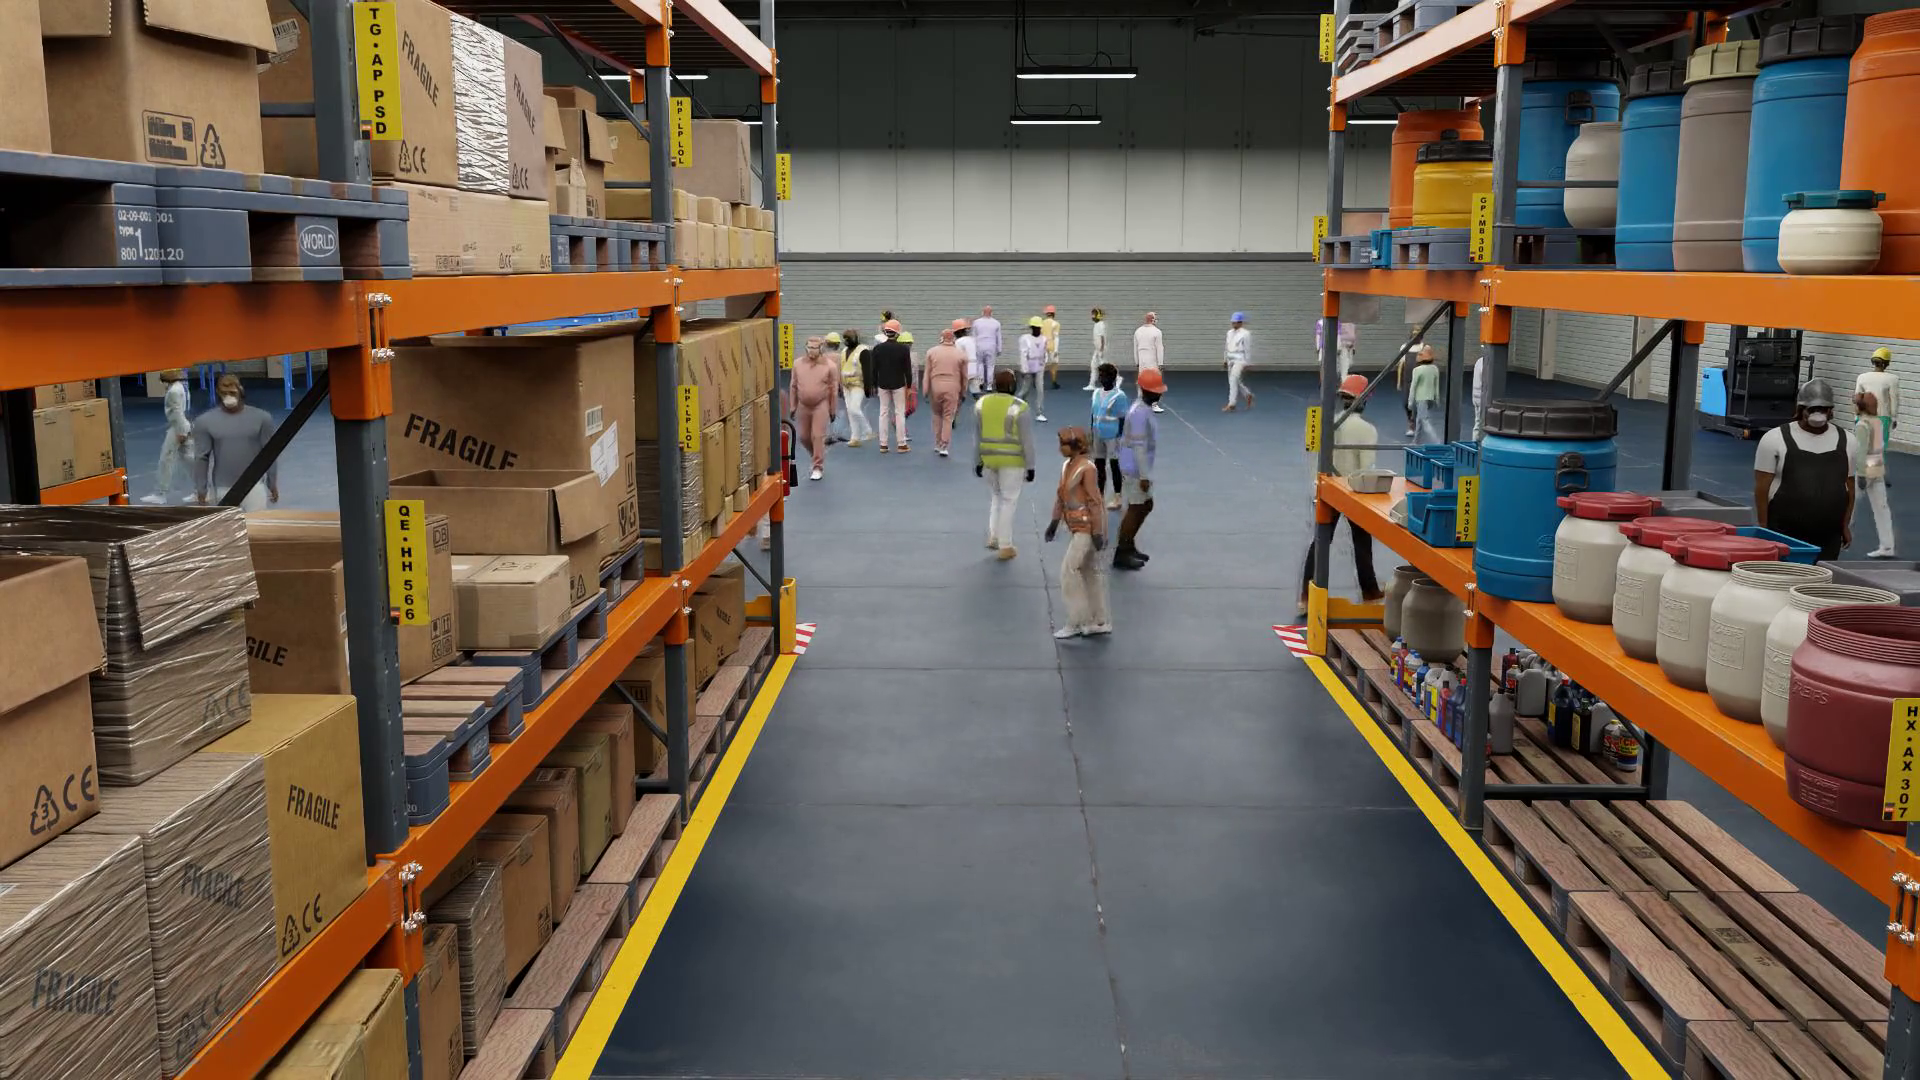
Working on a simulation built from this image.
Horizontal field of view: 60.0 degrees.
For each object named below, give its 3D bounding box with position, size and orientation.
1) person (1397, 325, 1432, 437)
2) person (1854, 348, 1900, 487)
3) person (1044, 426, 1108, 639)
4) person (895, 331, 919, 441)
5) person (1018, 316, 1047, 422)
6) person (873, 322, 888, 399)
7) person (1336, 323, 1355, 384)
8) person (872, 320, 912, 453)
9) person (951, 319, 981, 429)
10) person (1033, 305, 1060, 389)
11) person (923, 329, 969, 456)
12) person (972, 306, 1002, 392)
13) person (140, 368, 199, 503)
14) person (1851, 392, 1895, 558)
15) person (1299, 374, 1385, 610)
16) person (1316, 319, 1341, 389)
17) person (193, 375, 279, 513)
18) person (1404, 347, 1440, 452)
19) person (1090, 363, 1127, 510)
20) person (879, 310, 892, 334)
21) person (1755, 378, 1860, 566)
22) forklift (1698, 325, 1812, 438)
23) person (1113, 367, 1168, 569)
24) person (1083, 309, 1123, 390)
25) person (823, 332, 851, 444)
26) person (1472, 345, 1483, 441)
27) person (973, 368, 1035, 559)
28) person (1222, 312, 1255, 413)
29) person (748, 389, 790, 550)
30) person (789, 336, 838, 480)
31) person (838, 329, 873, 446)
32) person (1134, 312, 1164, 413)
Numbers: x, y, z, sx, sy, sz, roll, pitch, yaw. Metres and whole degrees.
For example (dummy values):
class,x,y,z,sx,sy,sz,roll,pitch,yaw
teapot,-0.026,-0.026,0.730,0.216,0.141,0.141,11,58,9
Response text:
class,x,y,z,sx,sy,sz,roll,pitch,yaw
person,7.535,-2.652,27.569,0.522,1.825,0.777,5,11,26
person,11.733,-1.576,21.302,0.325,1.769,0.524,-8,12,-39
person,0.870,-0.055,12.637,0.611,1.615,0.517,-2,10,-10
person,-0.916,-2.490,26.835,0.536,1.757,0.503,-7,12,-37
person,1.303,-3.114,30.145,0.586,1.901,0.879,-4,10,-25
person,-1.550,-3.692,34.395,0.529,1.621,0.376,-2,10,-13
person,8.748,-4.391,38.015,0.626,1.820,0.622,-9,13,-43
person,-1.017,-2.322,25.093,0.622,1.992,0.396,2,10,14
person,0.060,-2.818,28.391,0.934,1.871,0.652,7,12,35
person,1.960,-4.338,37.436,0.553,1.914,0.823,6,11,34
person,-0.200,-2.195,24.741,0.664,1.851,0.893,1,10,8
person,0.603,-4.246,36.921,0.680,1.887,0.439,0,9,3
person,-9.401,-1.286,19.741,0.809,1.708,0.509,-4,10,-21
person,8.738,-0.636,16.185,0.511,1.596,0.867,-7,12,-38
person,3.149,-0.383,13.647,1.021,1.950,0.621,-9,13,-43
person,8.309,-4.367,37.500,0.547,1.942,0.351,3,10,16
person,-6.117,-0.432,14.066,0.653,1.891,0.984,-3,10,-19
person,6.950,-2.073,24.784,0.508,1.601,0.823,-6,11,-31
person,1.705,-1.193,19.295,0.396,1.694,0.576,-8,13,-41
person,-1.533,-3.922,35.105,0.606,1.853,0.548,7,12,38
person,6.045,-0.116,11.867,0.683,2.000,0.536,2,10,10
forklift,13.248,-3.165,27.620,1.129,2.768,1.873,0,9,1
person,1.677,-0.670,15.500,0.543,1.890,0.562,3,10,15
person,3.208,-4.288,37.379,0.820,1.842,0.552,-2,10,-14
person,-1.950,-2.403,26.280,0.547,1.747,0.591,7,12,36
person,7.345,-1.912,23.155,0.403,1.824,0.596,0,9,-2
person,0.462,-0.747,16.143,0.653,1.830,0.521,7,12,36
person,5.381,-3.433,31.987,0.803,1.919,0.612,-5,11,-26
person,-2.023,-0.924,16.786,0.626,1.966,0.815,-1,10,-7
person,-1.931,-1.766,22.080,0.655,1.887,0.620,2,10,12
person,-1.658,-2.371,25.907,0.448,1.821,0.643,-8,12,-40
person,3.641,-3.400,31.813,0.403,1.906,0.651,-9,13,-44
